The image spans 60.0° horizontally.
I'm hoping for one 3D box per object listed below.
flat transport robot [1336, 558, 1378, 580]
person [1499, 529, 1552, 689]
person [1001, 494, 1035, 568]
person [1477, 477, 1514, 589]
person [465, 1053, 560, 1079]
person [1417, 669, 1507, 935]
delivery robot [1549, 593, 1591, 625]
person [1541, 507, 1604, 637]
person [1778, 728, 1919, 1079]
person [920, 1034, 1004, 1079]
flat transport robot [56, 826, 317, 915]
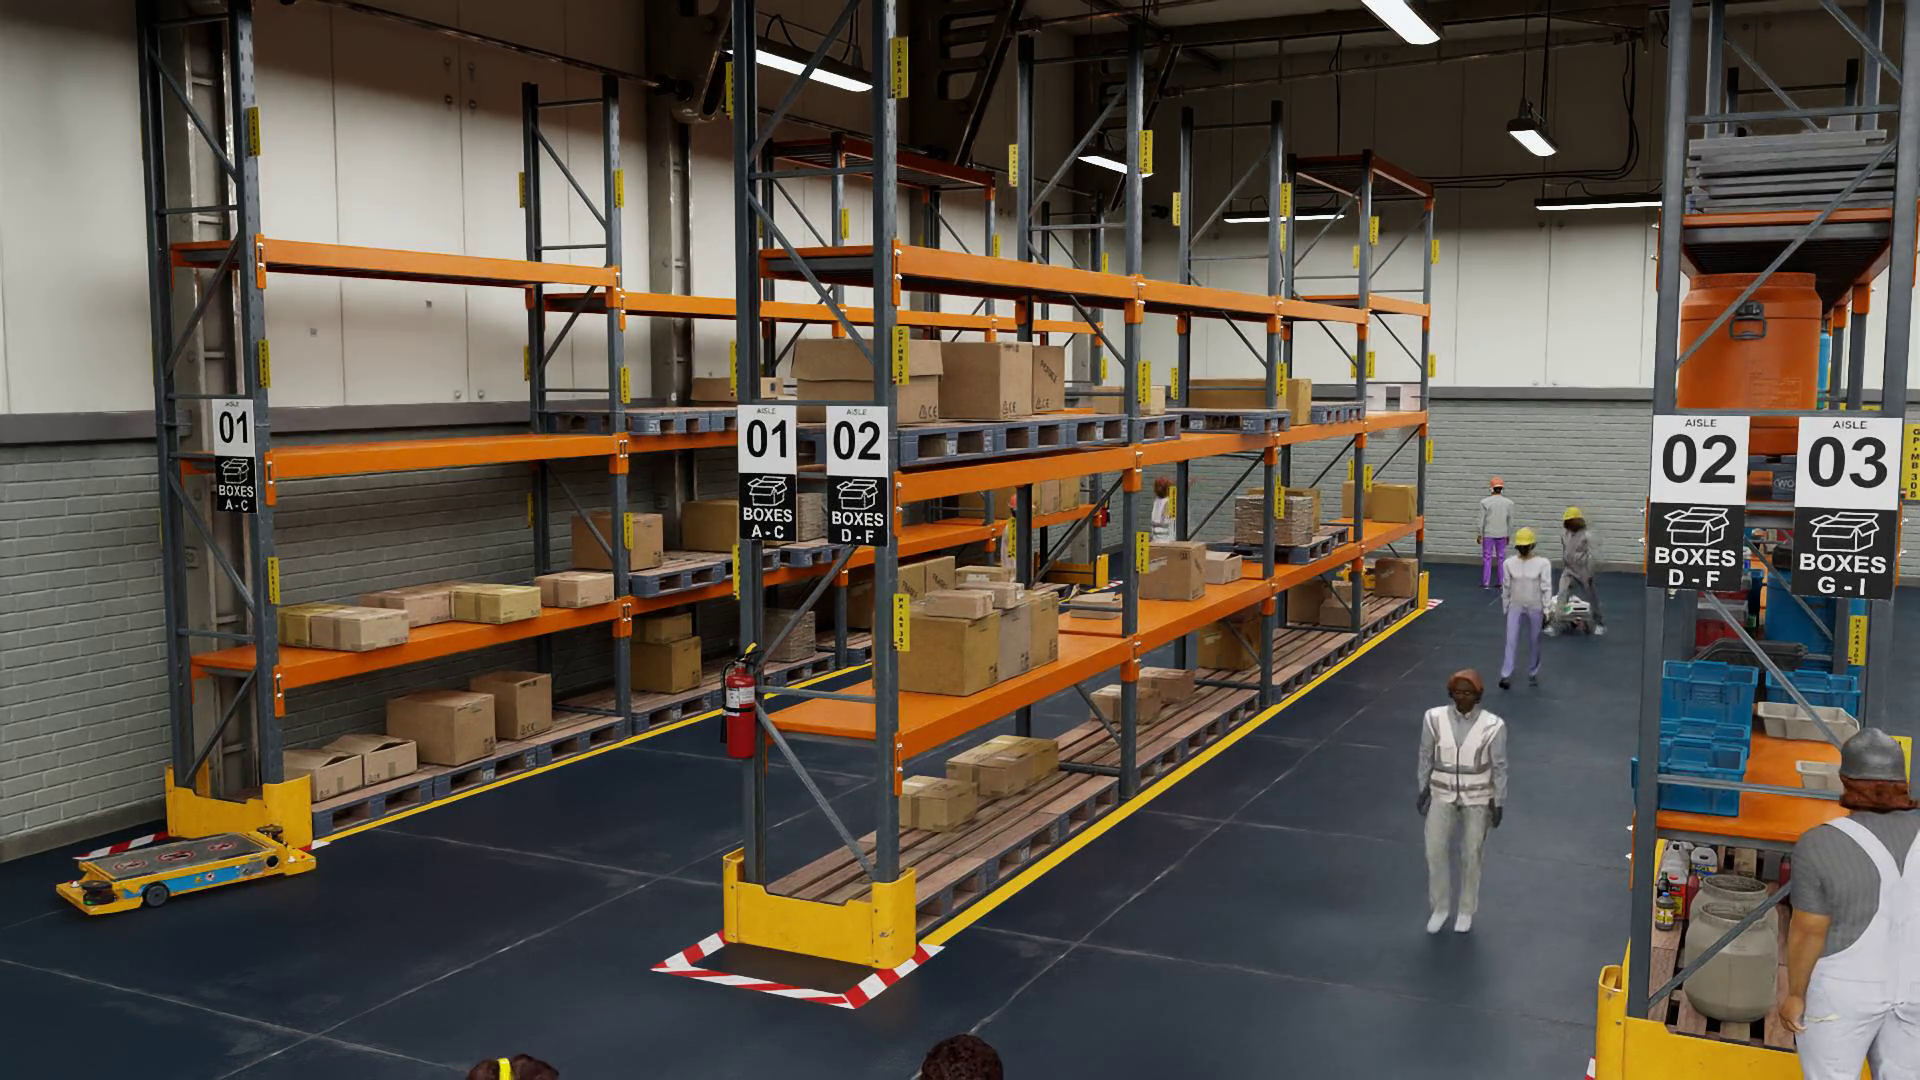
[{"bbox_3d":[6.767,0.469,27.447,0.652,0.197,1.431,4,7,33],"label":"flat transport robot"},{"bbox_3d":[6.039,0.748,17.769,0.543,1.721,0.909,3,7,28],"label":"person"},{"bbox_3d":[0.678,0.429,19.596,0.402,1.988,0.620,0,6,1],"label":"person"},{"bbox_3d":[8.343,-0.106,25.962,0.568,1.745,0.341,-1,6,-7],"label":"person"},{"bbox_3d":[-1.039,2.104,3.865,0.316,1.867,0.531,-3,7,-29],"label":"person"},{"bbox_3d":[3.008,1.587,10.019,0.547,1.617,0.525,3,7,27],"label":"person"},{"bbox_3d":[7.907,0.877,21.659,0.477,0.478,0.707,-1,6,-8],"label":"delivery robot"},{"bbox_3d":[7.910,0.409,21.308,1.019,1.671,0.504,-4,7,-37],"label":"person"},{"bbox_3d":[3.552,1.740,6.569,0.688,2.000,0.536,0,6,0],"label":"person"},{"bbox_3d":[0.005,2.082,3.826,0.593,1.920,0.391,0,6,1],"label":"person"},{"bbox_3d":[-5.092,2.162,10.983,1.431,0.197,0.652,-6,8,-44],"label":"flat transport robot"}]
